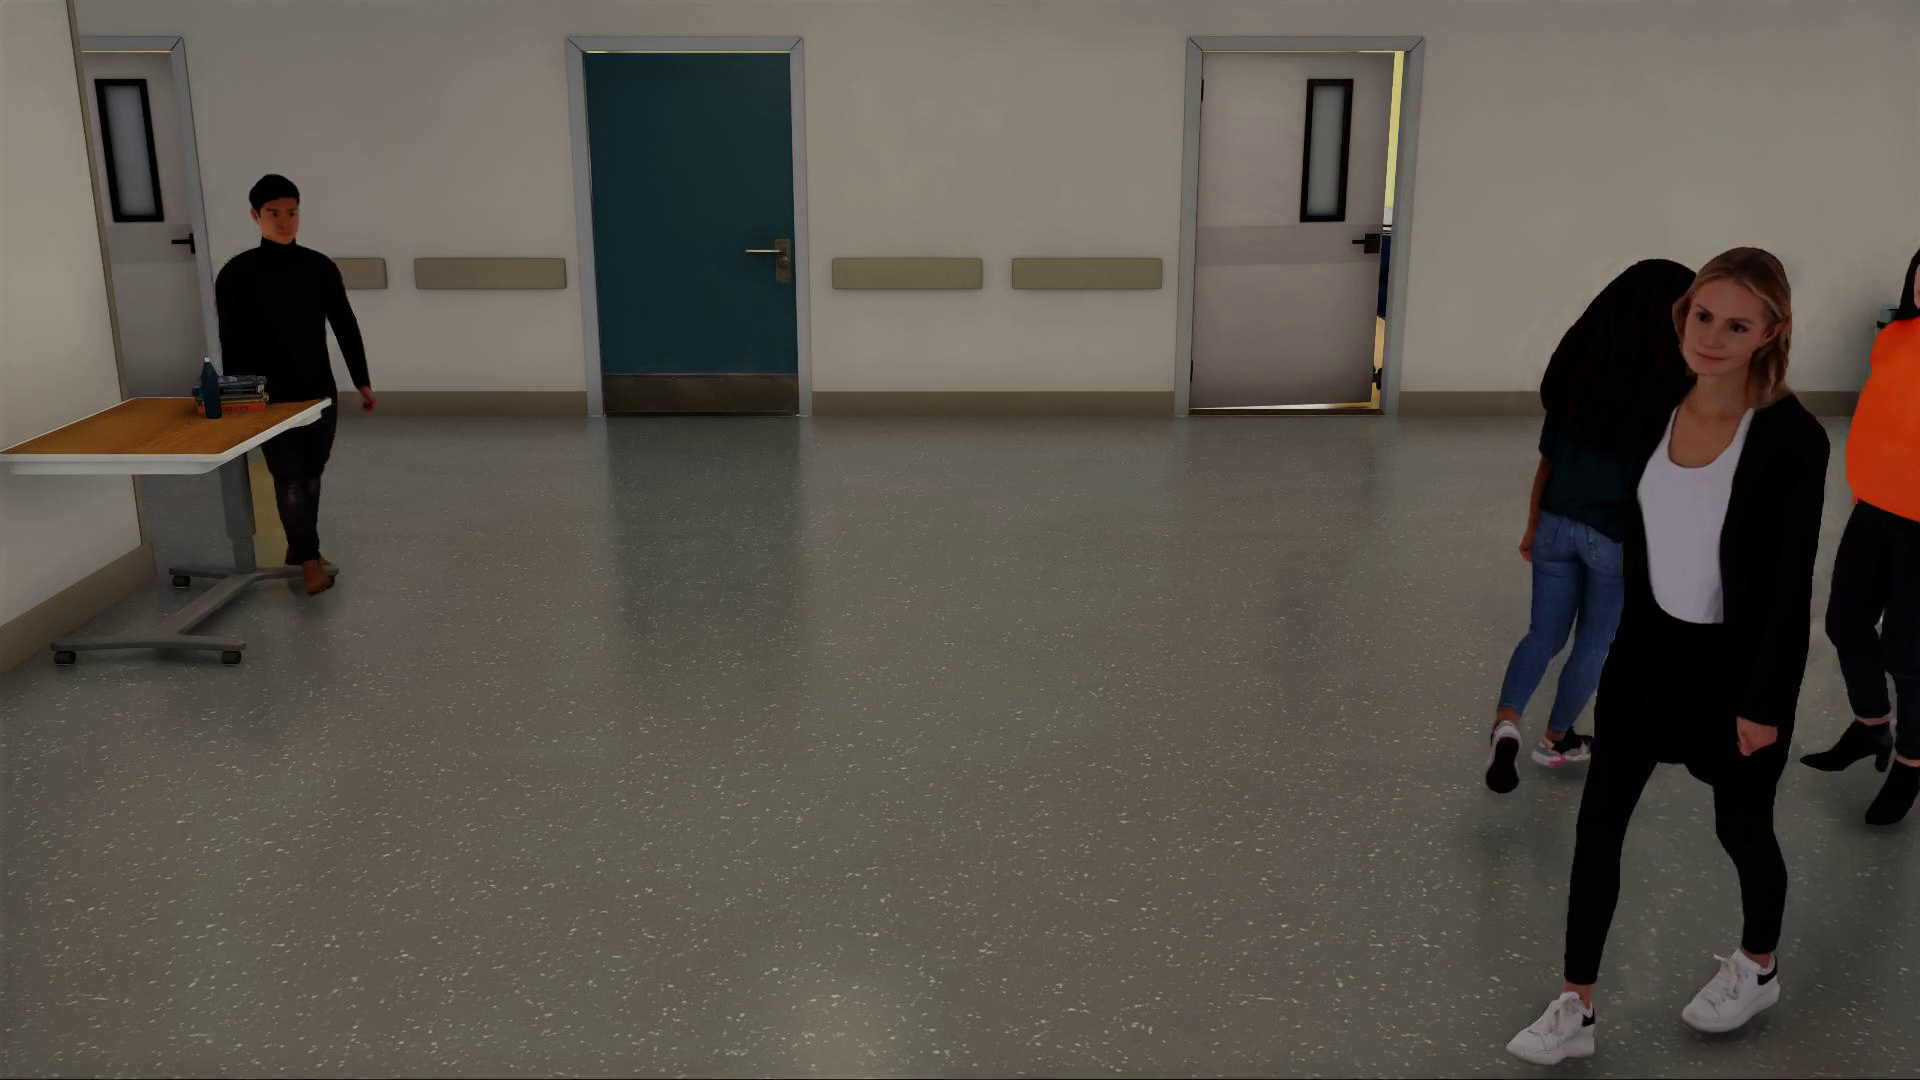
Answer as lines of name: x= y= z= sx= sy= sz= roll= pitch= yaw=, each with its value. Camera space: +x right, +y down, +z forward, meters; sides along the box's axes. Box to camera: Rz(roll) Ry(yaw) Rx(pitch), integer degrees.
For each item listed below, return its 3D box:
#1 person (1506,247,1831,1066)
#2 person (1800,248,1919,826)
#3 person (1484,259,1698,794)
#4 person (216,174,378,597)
person: x=1.629 y=0.283 z=3.515 sx=1.125 sy=1.754 sz=0.951 roll=-7 pitch=17 yaw=-24
person: x=2.691 y=-0.021 z=4.658 sx=0.680 sy=1.719 sz=0.756 roll=0 pitch=16 yaw=1
person: x=1.785 y=0.016 z=4.789 sx=0.981 sy=1.577 sz=1.054 roll=14 pitch=21 yaw=41
person: x=-2.797 y=-0.635 z=6.885 sx=1.058 sy=1.692 sz=1.086 roll=-15 pitch=21 yaw=-42
